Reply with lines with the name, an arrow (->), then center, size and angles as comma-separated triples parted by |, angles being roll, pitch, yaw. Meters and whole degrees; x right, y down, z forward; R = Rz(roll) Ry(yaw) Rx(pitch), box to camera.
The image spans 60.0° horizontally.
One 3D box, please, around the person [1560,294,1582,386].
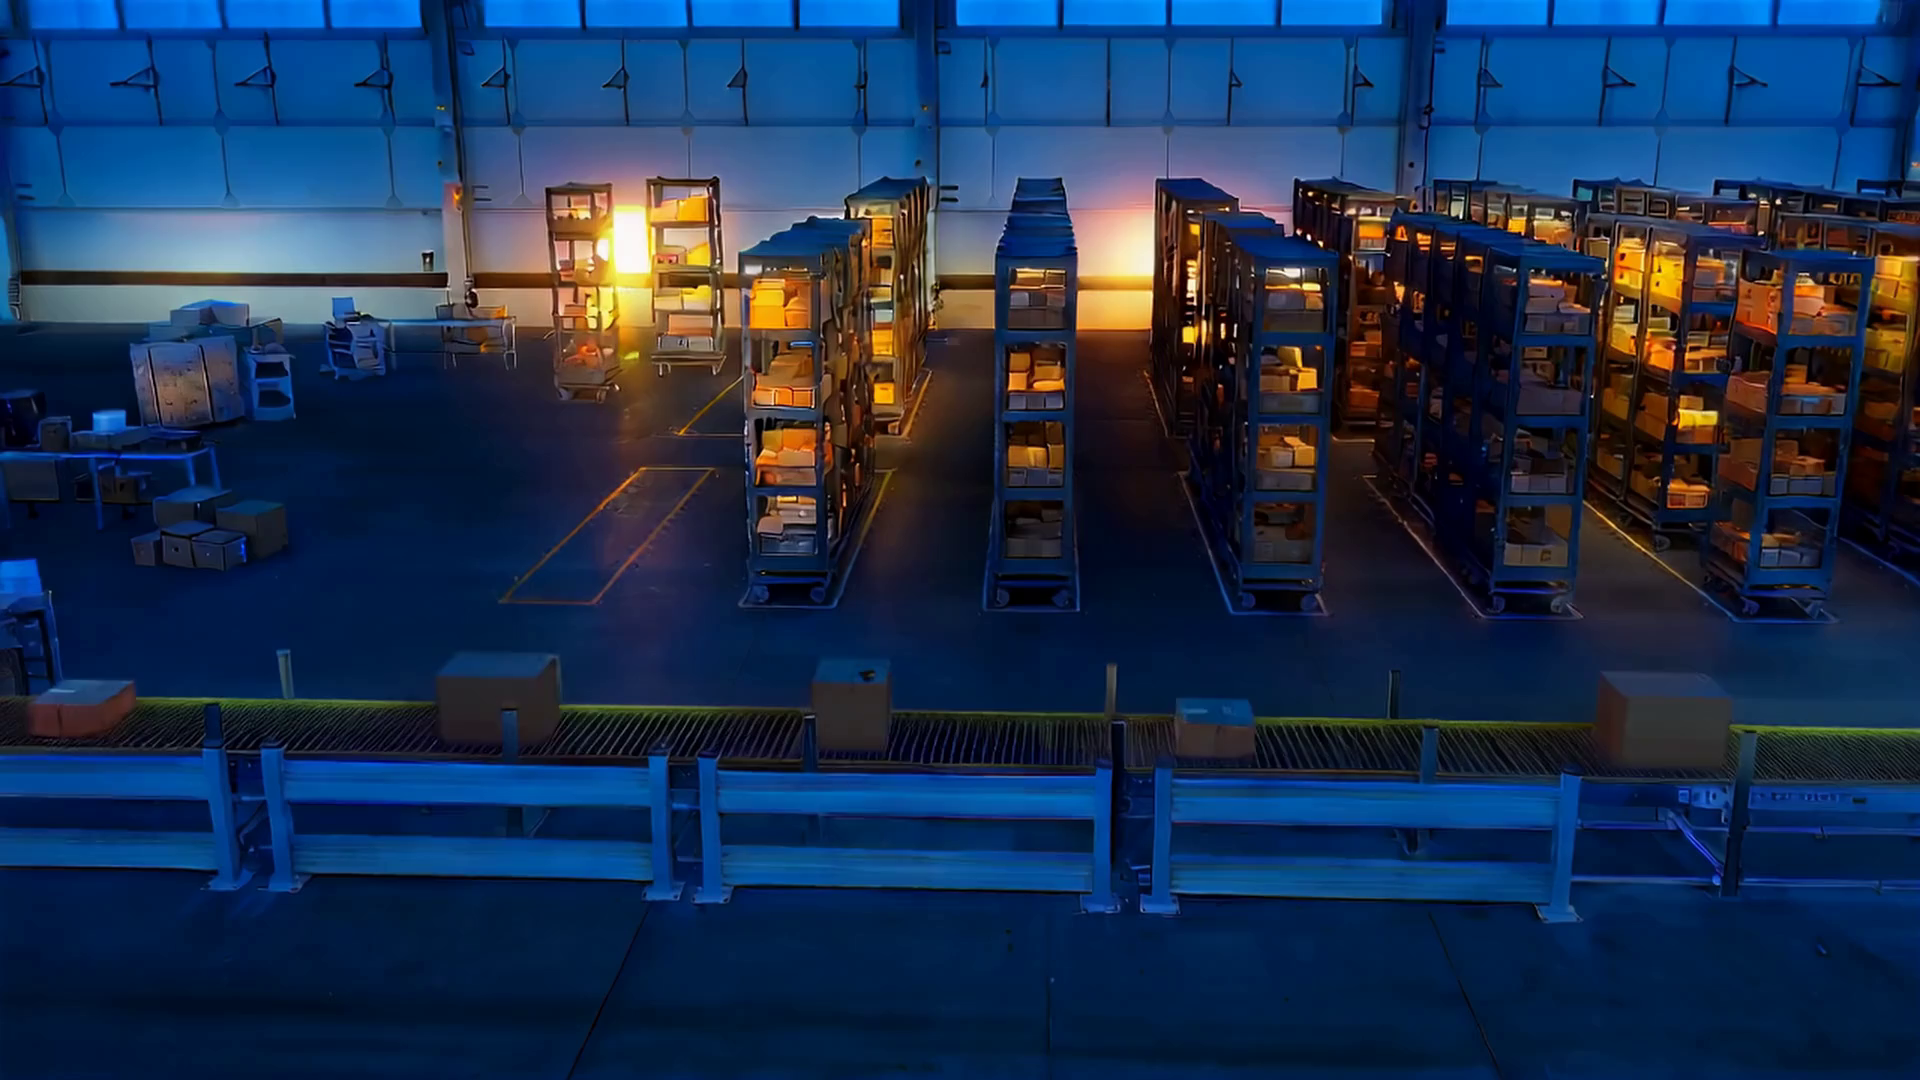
person -> 9.948, -3.076, 27.224 | 0.432, 1.978, 0.611 | -2, 15, -8
